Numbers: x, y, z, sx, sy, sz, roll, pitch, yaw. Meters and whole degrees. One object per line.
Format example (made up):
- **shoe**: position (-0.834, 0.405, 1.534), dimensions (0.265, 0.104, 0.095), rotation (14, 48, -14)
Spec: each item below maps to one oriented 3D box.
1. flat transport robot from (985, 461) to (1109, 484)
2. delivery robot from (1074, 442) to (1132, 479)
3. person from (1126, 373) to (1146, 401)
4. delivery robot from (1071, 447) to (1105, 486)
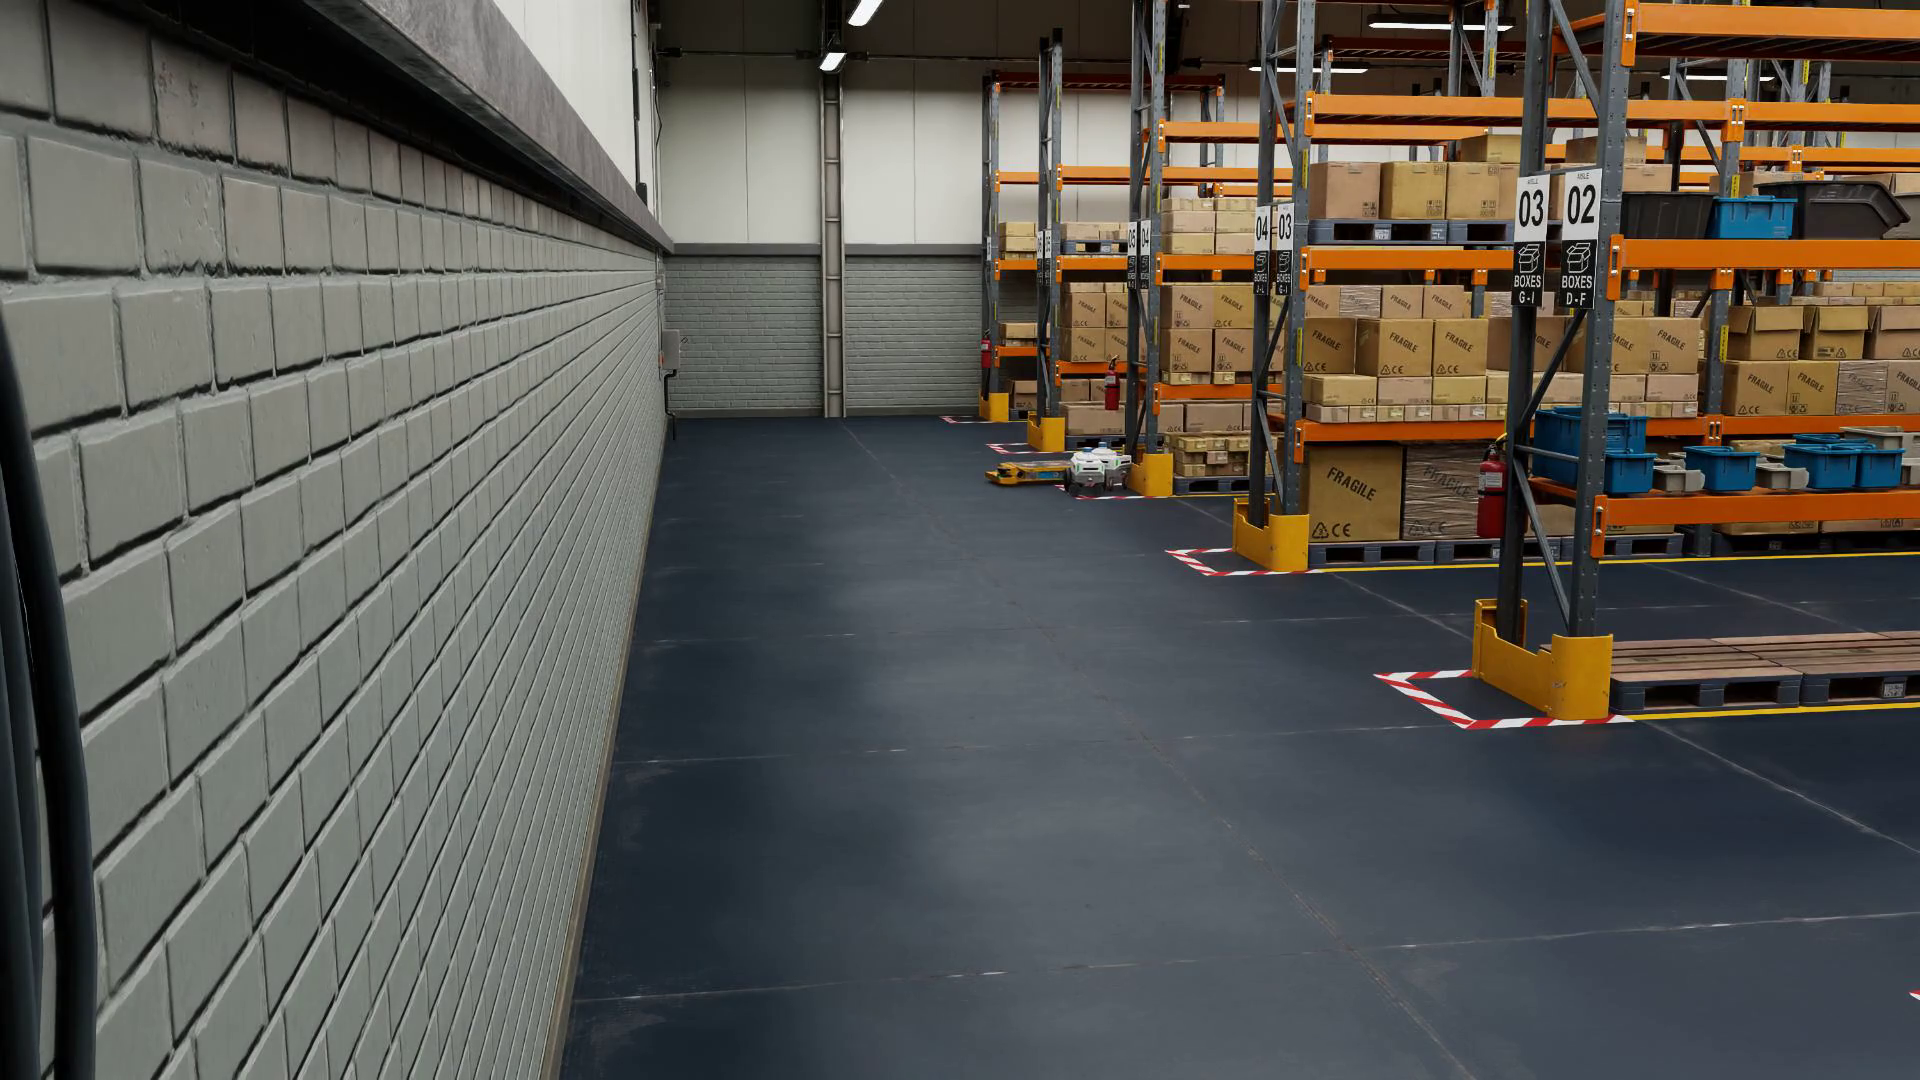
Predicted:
- **flat transport robot**: position (1.090, -0.861, 20.900), dimensions (1.431, 0.197, 0.652), rotation (-2, 10, -15)
- **delivery robot**: position (1.739, -0.946, 20.265), dimensions (0.707, 0.478, 0.477), rotation (8, 12, 41)
- **person**: position (2.934, -2.640, 26.917), dimensions (0.672, 1.885, 0.638), rotation (-4, 10, -26)
- **delivery robot**: position (1.508, -0.853, 19.687), dimensions (0.477, 0.478, 0.707), rotation (0, 9, -2)
